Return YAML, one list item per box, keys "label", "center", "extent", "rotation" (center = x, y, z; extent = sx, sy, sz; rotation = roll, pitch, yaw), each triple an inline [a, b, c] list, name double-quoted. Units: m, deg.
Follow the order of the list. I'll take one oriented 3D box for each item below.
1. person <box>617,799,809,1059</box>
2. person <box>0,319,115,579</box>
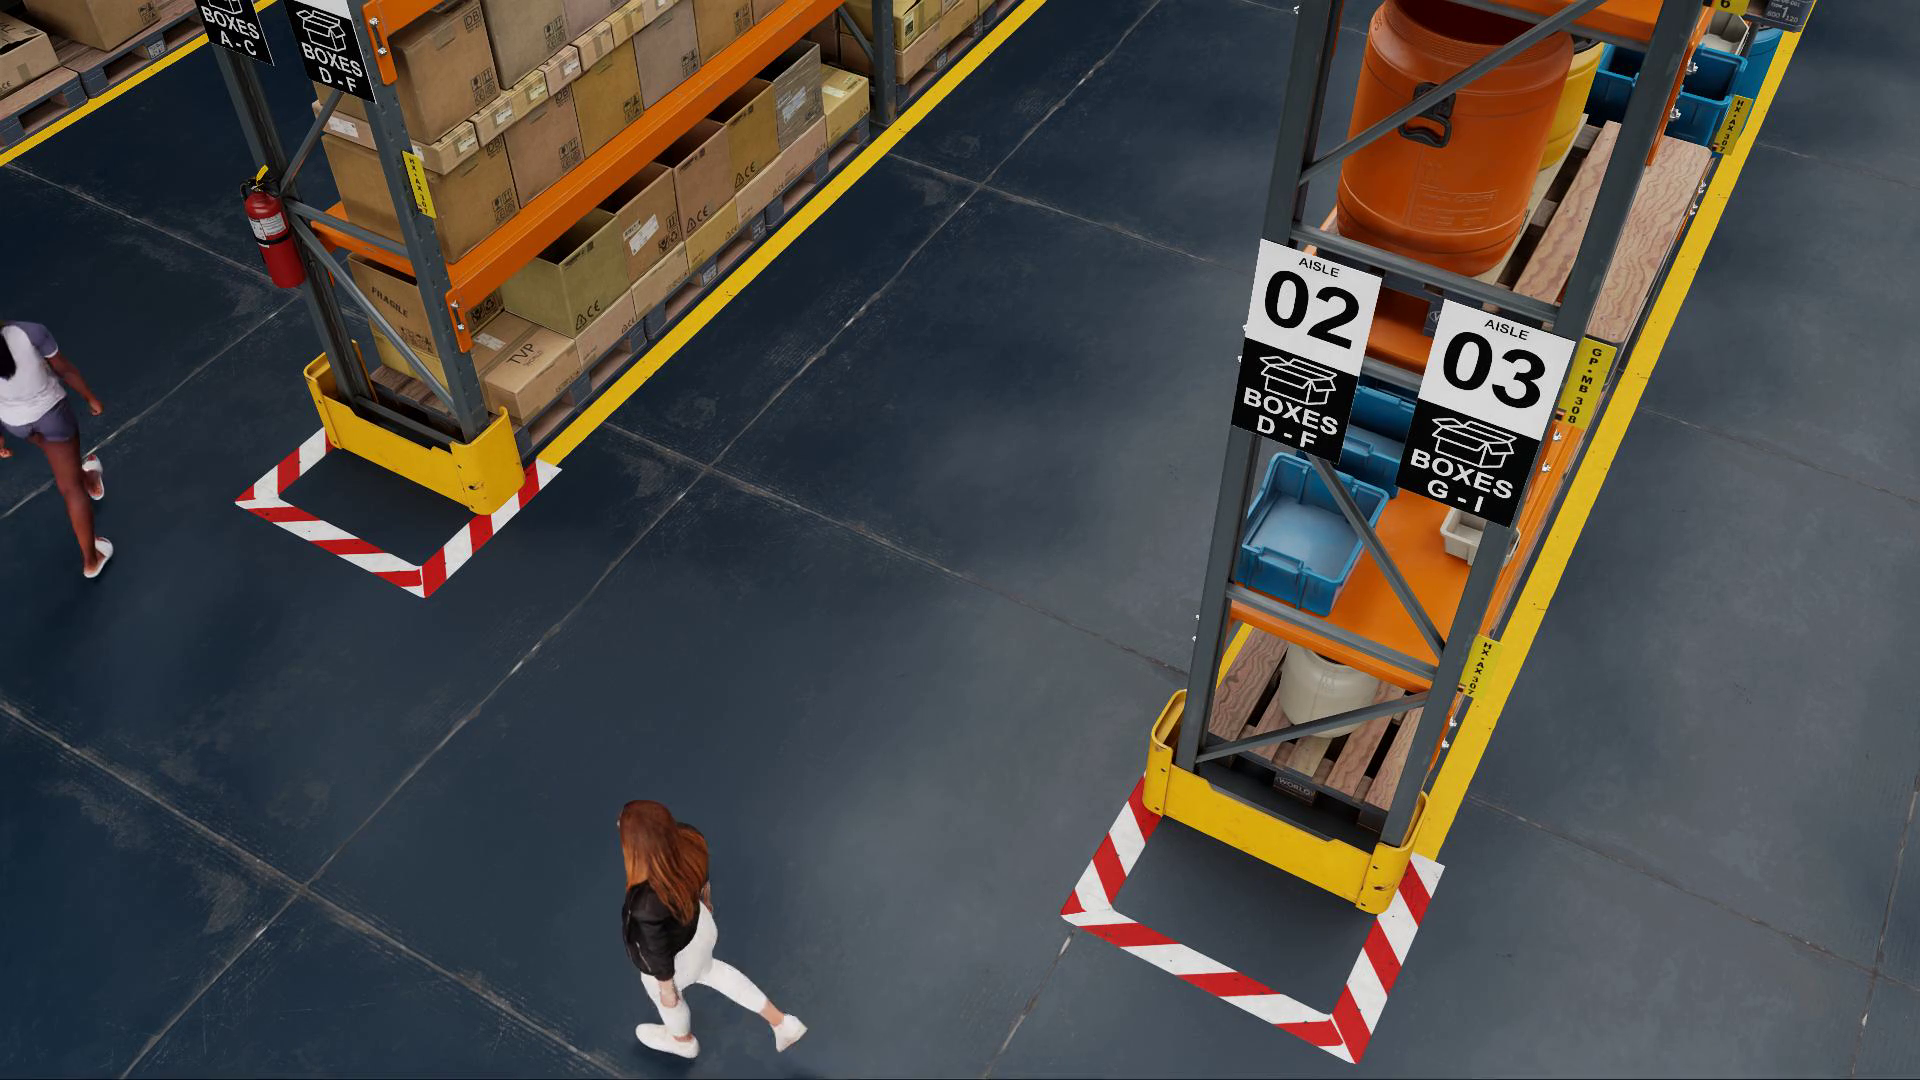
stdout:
- label: "person"
  center: [-0.956, 1.503, 6.098]
  extent: [0.798, 1.683, 0.948]
  rotation: [12, 48, 11]
- label: "person"
  center: [-4.409, -0.503, 7.944]
  extent: [1.024, 1.696, 1.121]
  rotation: [-8, 48, -7]
